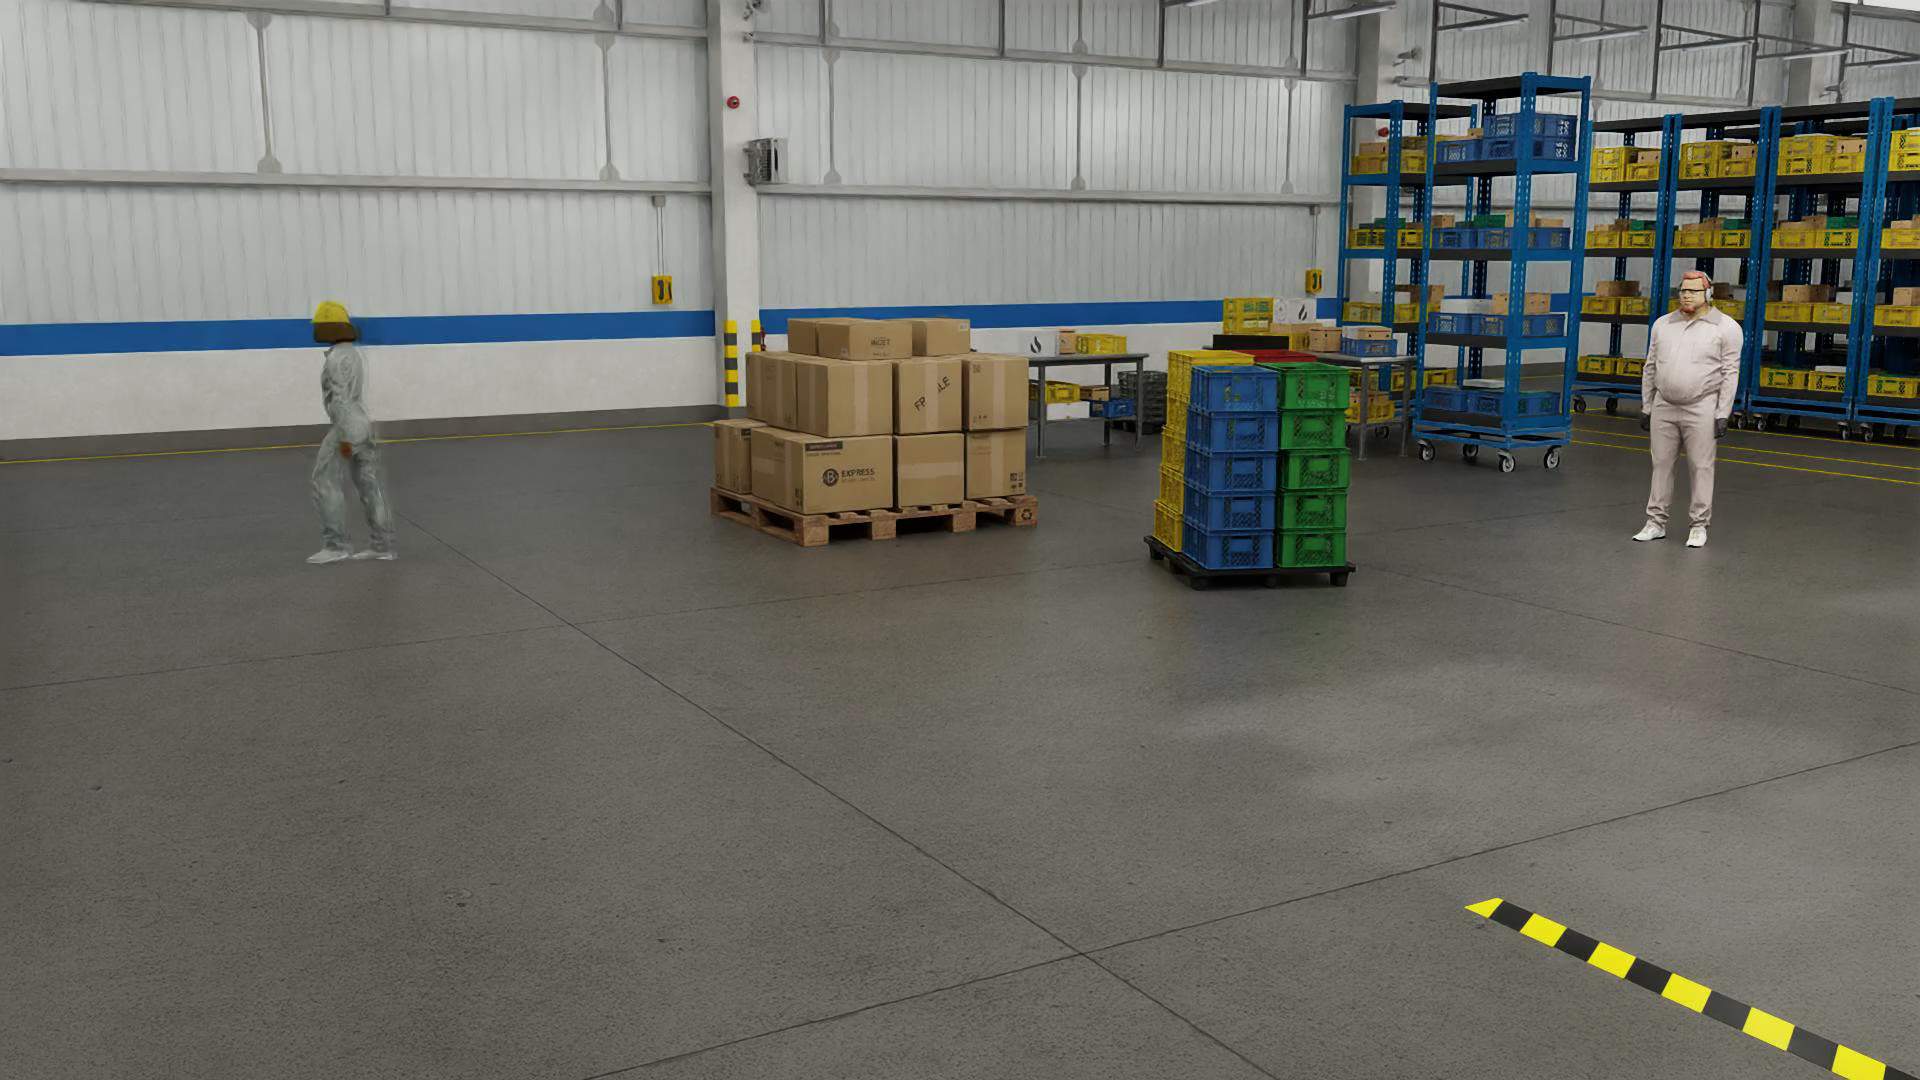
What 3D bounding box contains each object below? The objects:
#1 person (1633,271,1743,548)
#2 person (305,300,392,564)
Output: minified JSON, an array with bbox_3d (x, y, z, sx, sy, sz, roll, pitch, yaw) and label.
[{"bbox_3d":[5.042,-0.907,11.565,0.643,1.909,0.410,10,14,43],"label":"person"},{"bbox_3d":[-4.079,-0.697,10.910,0.647,1.725,0.499,0,10,-1],"label":"person"}]
